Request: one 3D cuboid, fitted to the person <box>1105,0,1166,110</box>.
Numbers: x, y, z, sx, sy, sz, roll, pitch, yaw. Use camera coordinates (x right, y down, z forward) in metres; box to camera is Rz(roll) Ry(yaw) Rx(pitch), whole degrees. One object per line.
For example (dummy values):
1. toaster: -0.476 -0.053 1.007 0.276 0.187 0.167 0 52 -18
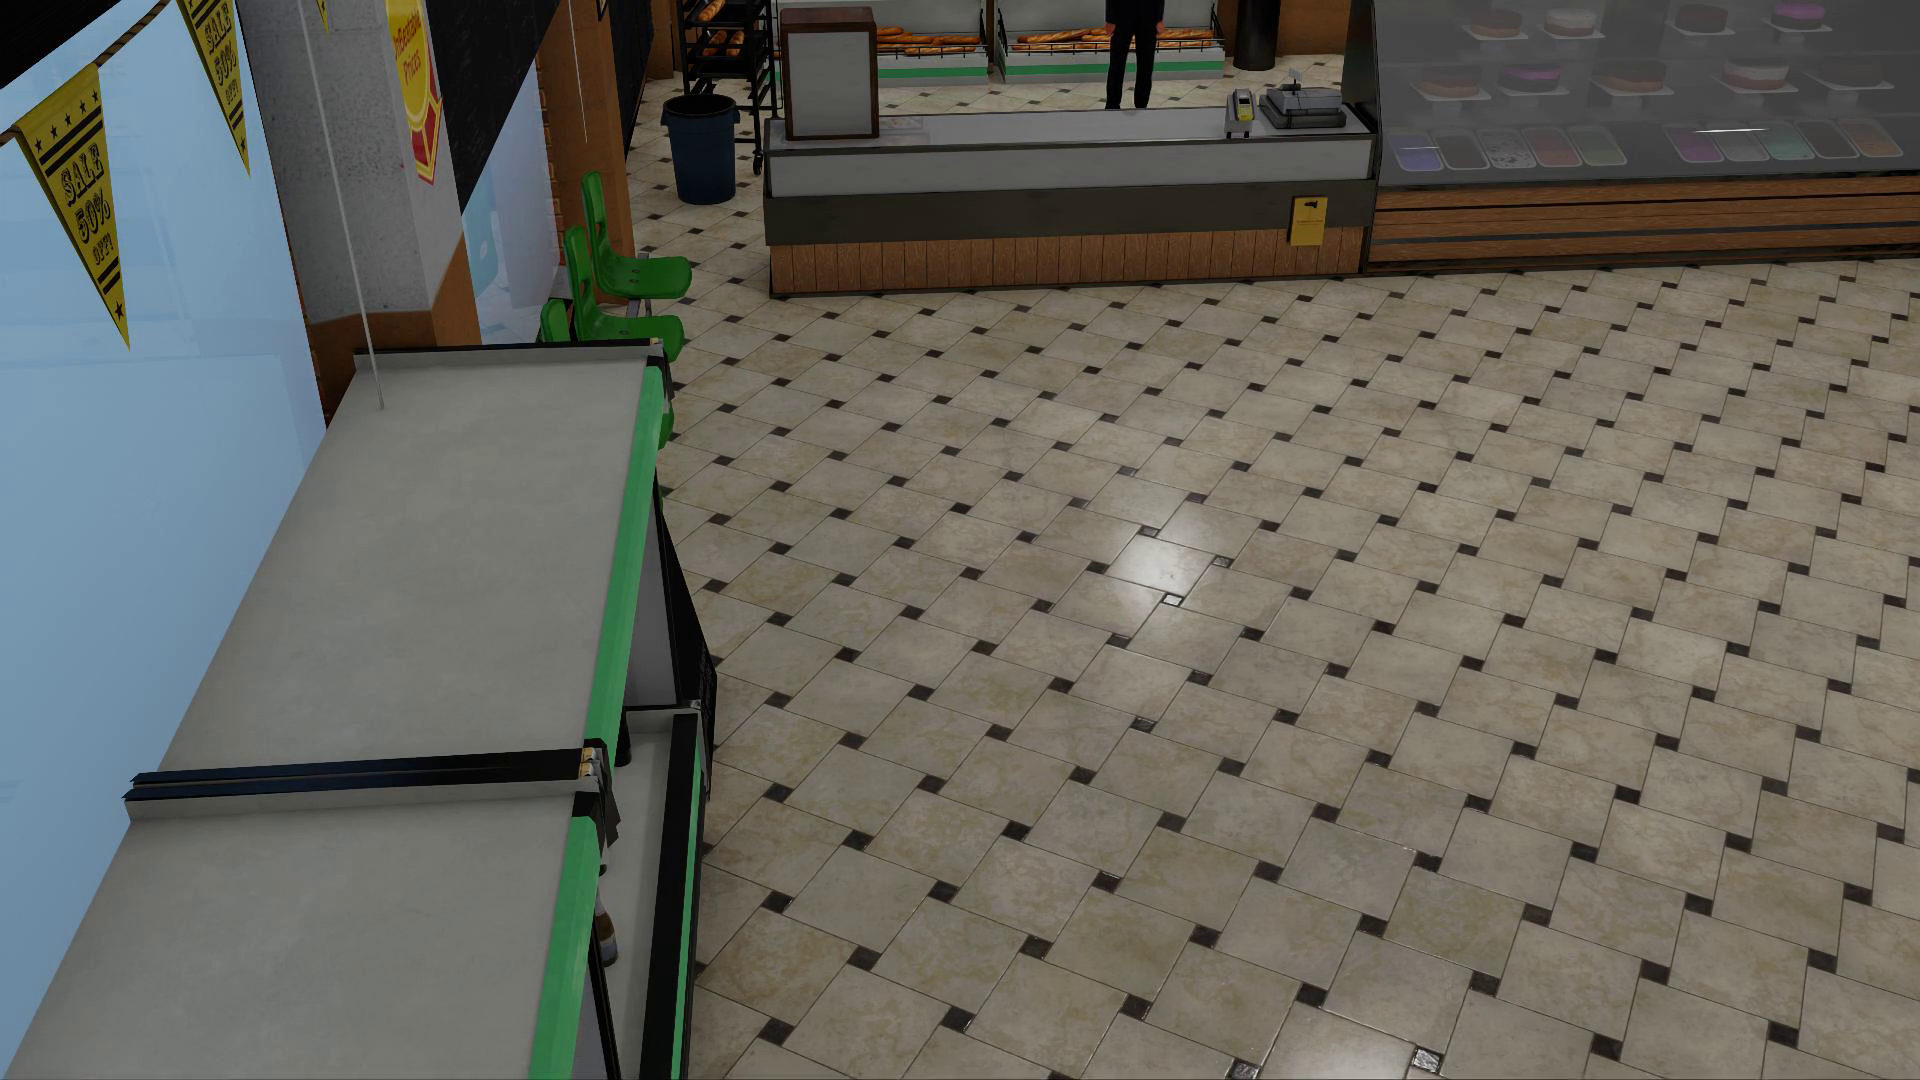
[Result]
1. person: 1.426 -4.238 13.465 0.625 1.867 0.547 -3 32 -4
